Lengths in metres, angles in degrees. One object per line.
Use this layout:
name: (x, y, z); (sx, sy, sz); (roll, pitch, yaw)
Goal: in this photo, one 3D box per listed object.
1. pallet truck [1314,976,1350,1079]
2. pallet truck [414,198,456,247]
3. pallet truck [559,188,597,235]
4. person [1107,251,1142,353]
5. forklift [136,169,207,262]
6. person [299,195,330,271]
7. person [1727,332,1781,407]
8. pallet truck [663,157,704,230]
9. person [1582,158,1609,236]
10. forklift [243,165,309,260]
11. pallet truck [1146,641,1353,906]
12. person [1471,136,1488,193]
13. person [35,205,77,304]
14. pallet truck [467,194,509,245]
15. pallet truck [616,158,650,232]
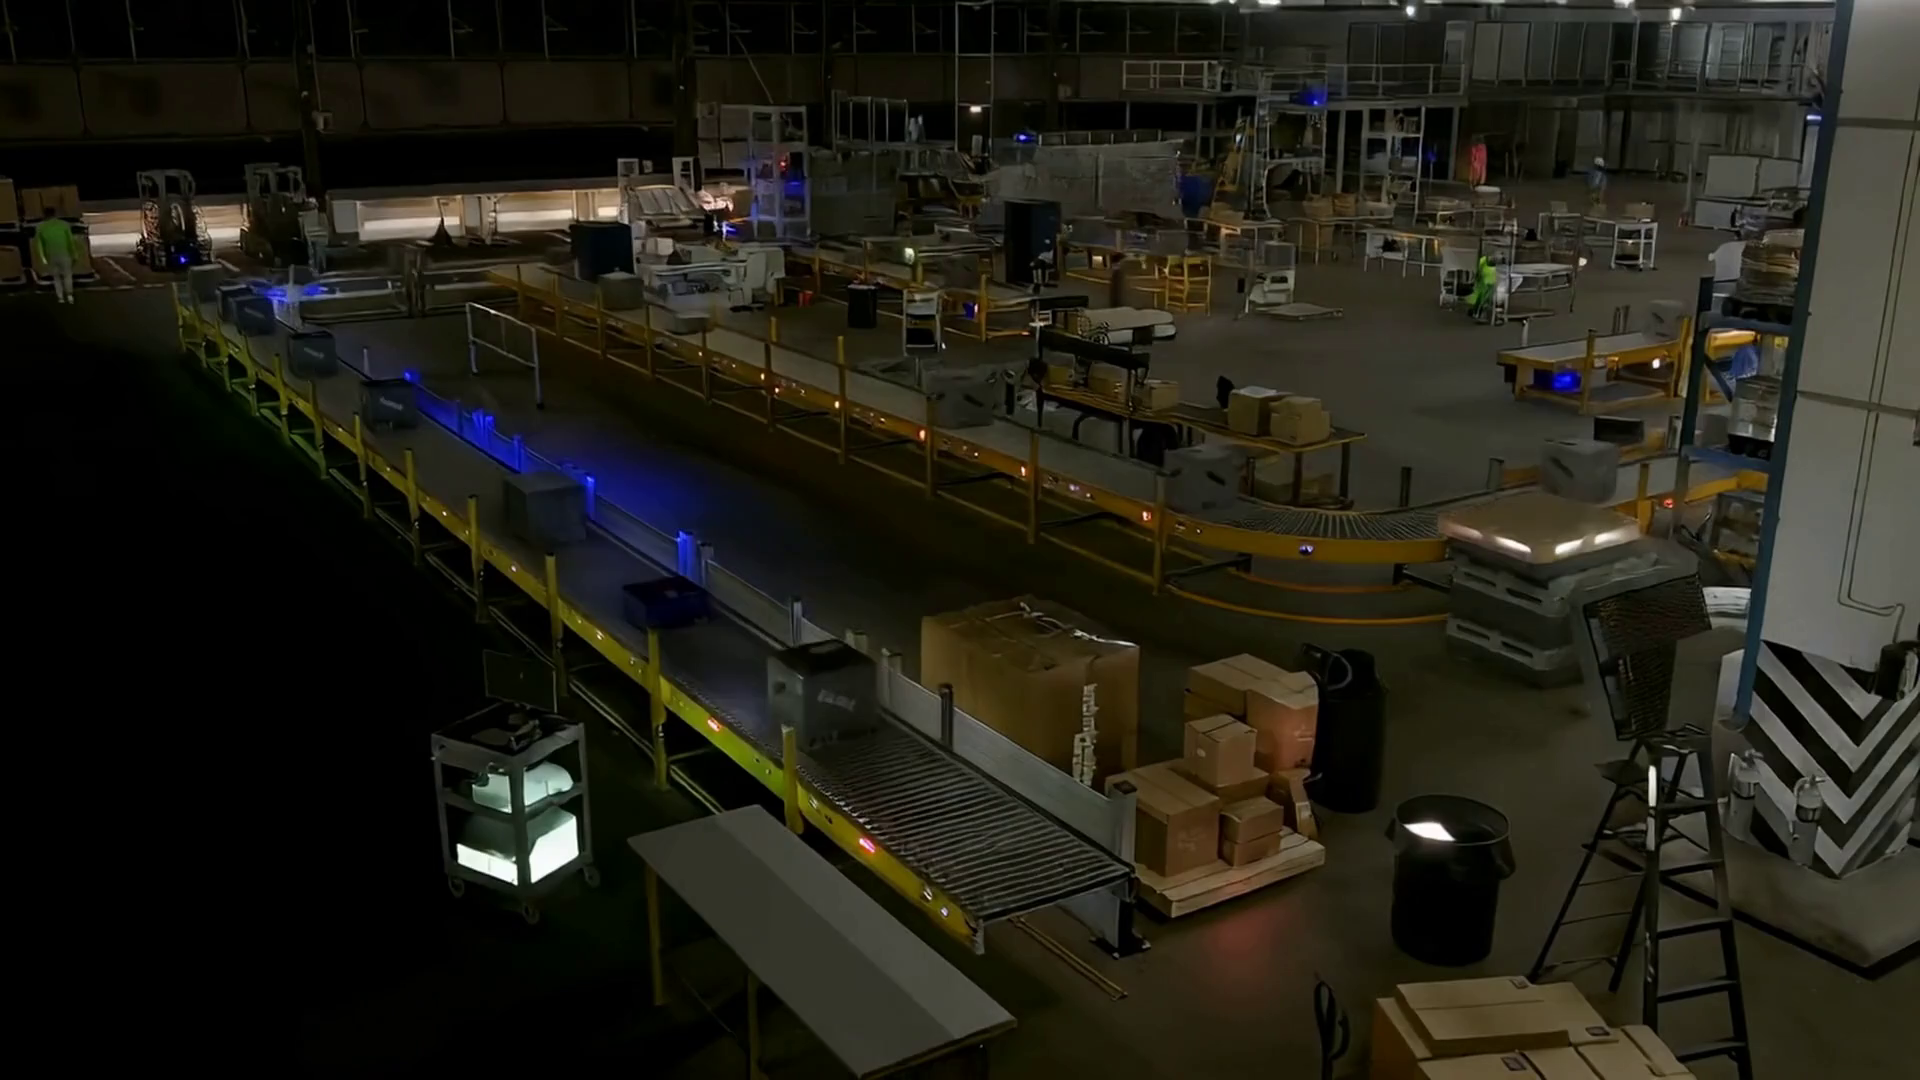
pallet truck: (2.299, 2.390, 7.086); (1.601, 1.201, 0.680); (-2, 17, -7)
pallet truck: (-13.250, -8.060, 41.856); (0.680, 1.201, 1.601); (-10, 20, -31)
pallet truck: (-10.010, -8.652, 43.699); (0.653, 1.274, 1.630); (-10, 20, -31)
person: (2.572, -3.747, 26.619); (0.641, 1.749, 0.529); (-3, 17, -9)
forklift: (-17.842, -7.318, 37.559); (1.157, 1.987, 2.680); (-10, 20, -31)
person: (-13.641, -6.384, 35.239); (0.590, 1.837, 0.403); (0, 17, -1)
person: (9.292, -1.634, 19.442); (0.598, 1.828, 0.403); (7, 18, 22)
pallet truck: (-7.586, -9.308, 44.692); (0.823, 1.965, 1.885); (-11, 20, -33)
person: (16.745, -9.059, 43.868); (0.600, 2.008, 1.026); (1, 17, 4)
forklift: (-15.898, -7.669, 38.708); (1.157, 1.987, 2.680); (-11, 20, -33)
pallet truck: (1.664, 1.407, 10.232); (1.630, 1.274, 0.653); (-10, 20, -31)
person: (17.451, -12.611, 55.881); (0.574, 1.883, 0.355); (-5, 18, -17)
person: (-17.569, -5.551, 32.358); (0.669, 1.894, 0.431); (-9, 19, -27)
pallet truck: (-11.983, -8.177, 42.137); (0.704, 1.261, 1.522); (-11, 20, -33)
pallet truck: (-8.918, -9.176, 44.255); (0.823, 1.965, 1.885); (-9, 19, -27)
